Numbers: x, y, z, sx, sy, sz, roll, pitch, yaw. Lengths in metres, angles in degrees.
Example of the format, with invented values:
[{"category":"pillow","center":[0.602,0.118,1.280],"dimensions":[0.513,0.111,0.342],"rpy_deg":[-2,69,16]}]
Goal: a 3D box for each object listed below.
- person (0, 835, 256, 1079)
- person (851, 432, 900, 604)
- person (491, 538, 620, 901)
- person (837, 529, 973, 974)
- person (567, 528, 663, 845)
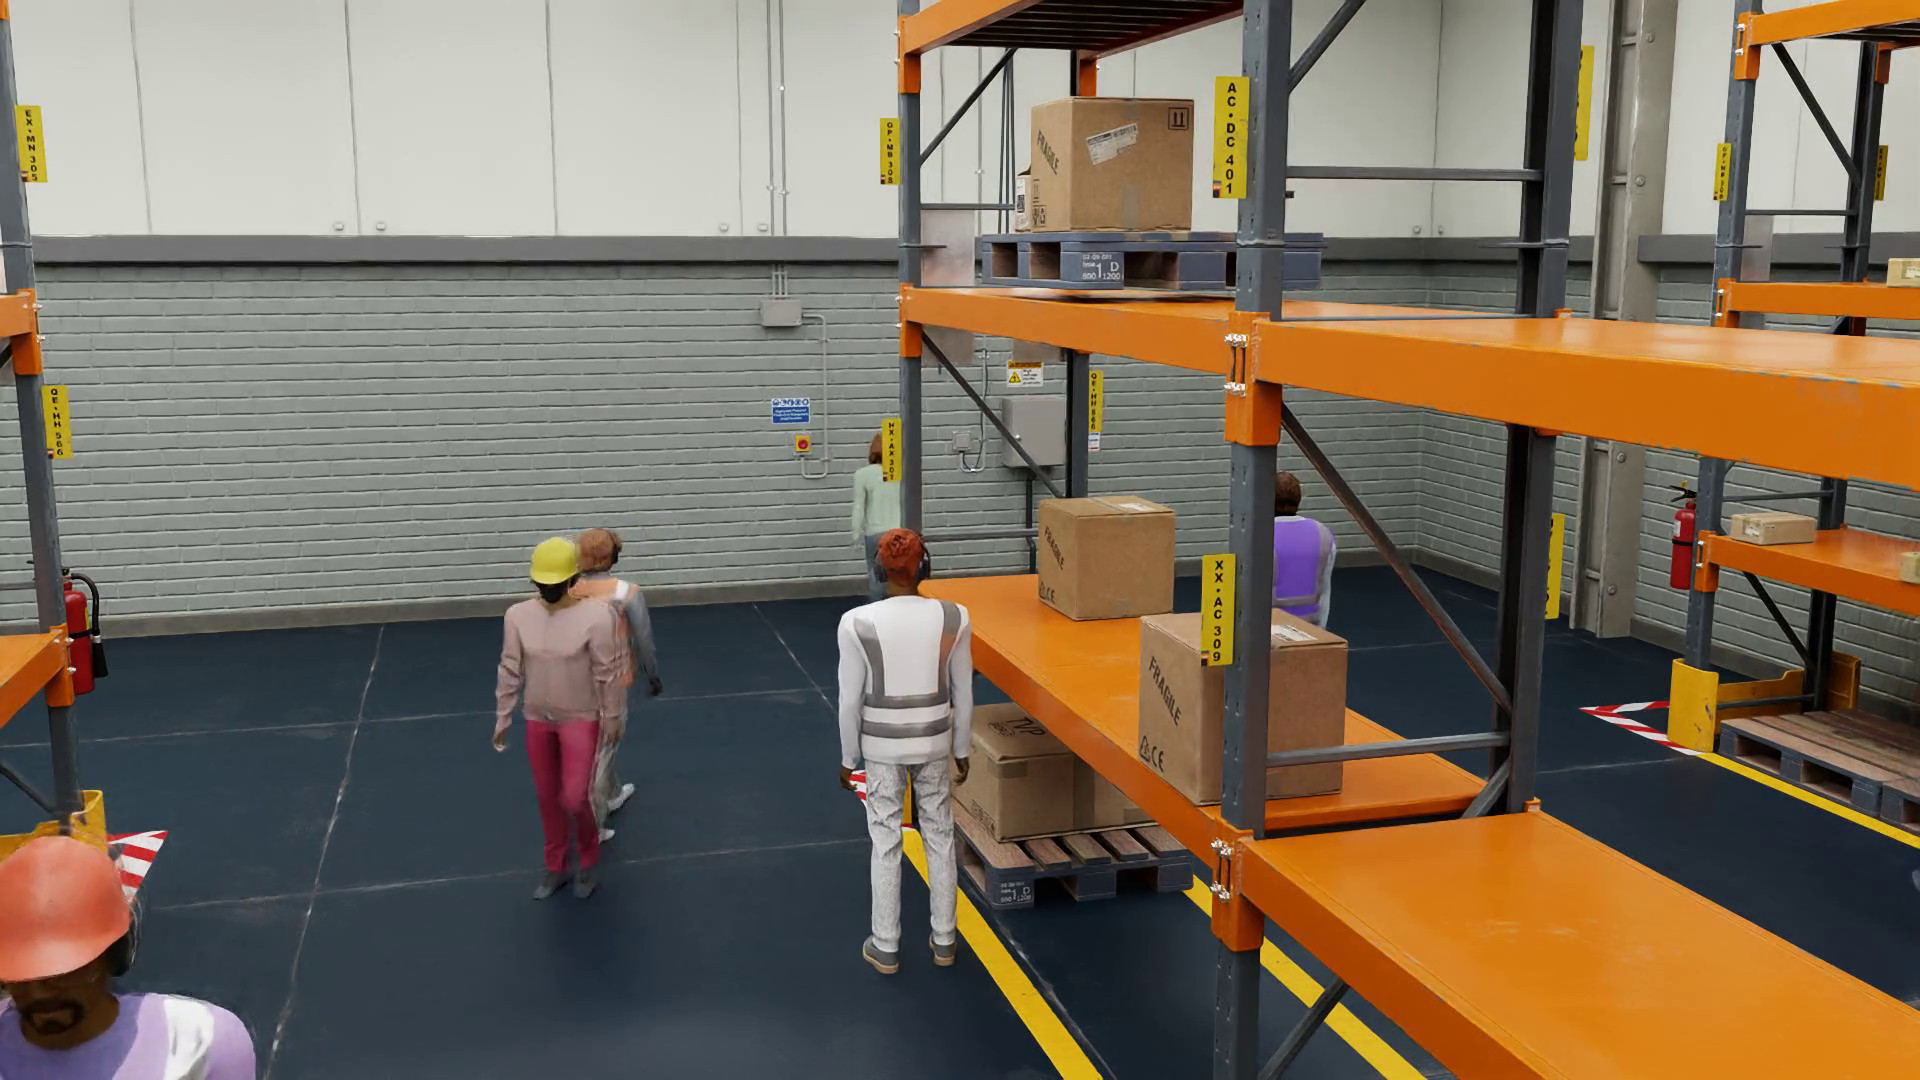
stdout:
[{"category":"person","center":[-1.646,1.498,3.186],"dimensions":[0.622,1.998,1.063],"rpy_deg":[-2,10,-11]},{"category":"person","center":[-0.590,-0.072,13.235],"dimensions":[0.545,1.596,0.805],"rpy_deg":[-1,10,-7]},{"category":"person","center":[-1.852,0.834,7.657],"dimensions":[0.561,1.744,0.448],"rpy_deg":[2,10,12]},{"category":"person","center":[-0.229,0.883,6.983],"dimensions":[0.574,1.884,0.357],"rpy_deg":[-2,10,-13]},{"category":"person","center":[-1.818,0.733,8.655],"dimensions":[0.520,1.601,0.816],"rpy_deg":[4,11,20]}]
